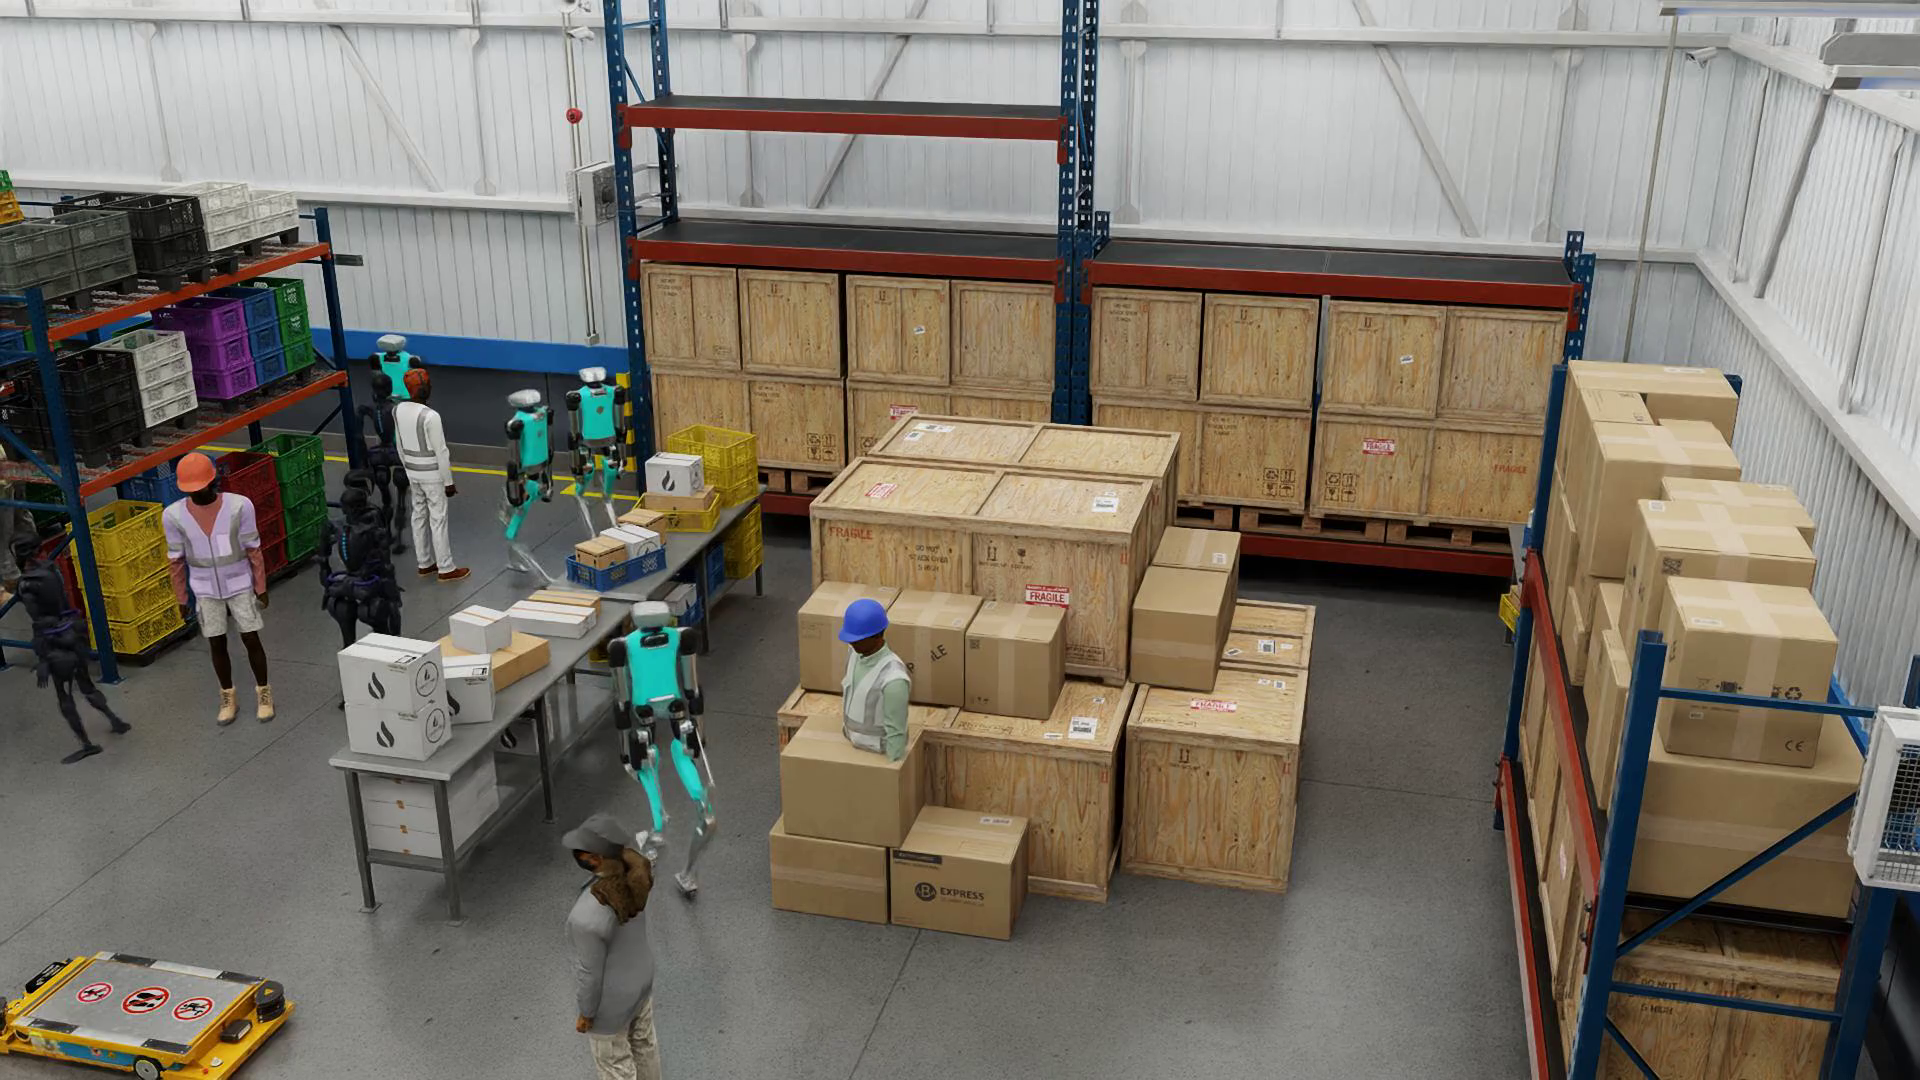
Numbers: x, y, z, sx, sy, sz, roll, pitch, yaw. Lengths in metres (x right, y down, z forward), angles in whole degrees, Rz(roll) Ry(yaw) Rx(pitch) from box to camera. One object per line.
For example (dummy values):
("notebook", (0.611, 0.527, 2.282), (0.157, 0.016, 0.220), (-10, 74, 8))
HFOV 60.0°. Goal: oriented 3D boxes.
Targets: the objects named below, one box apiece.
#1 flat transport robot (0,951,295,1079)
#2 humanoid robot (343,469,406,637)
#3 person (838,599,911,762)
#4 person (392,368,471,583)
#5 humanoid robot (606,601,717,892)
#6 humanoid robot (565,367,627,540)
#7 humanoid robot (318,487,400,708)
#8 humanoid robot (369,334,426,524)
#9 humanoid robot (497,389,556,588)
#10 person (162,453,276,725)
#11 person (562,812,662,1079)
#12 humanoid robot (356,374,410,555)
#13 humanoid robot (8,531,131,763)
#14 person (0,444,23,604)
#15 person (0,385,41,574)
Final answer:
("flat transport robot", (-4.270, 2.464, 8.601), (1.431, 0.231, 0.659), (5, 22, 13))
("humanoid robot", (-4.334, 0.248, 12.423), (0.450, 1.647, 0.601), (-16, 26, -36))
("person", (-0.494, 1.216, 9.542), (0.416, 1.932, 0.614), (-11, 23, -26))
("person", (-4.544, -0.548, 14.222), (0.573, 1.882, 0.356), (13, 25, 31))
("humanoid robot", (-1.687, 1.271, 9.679), (0.532, 1.743, 0.962), (-9, 23, -23))
("humanoid robot", (-3.280, -0.717, 14.858), (0.532, 1.790, 0.677), (-12, 24, -28))
("humanoid robot", (-4.373, 0.386, 12.102), (0.615, 1.643, 0.614), (3, 21, 8))
("humanoid robot", (-5.366, -0.984, 15.624), (0.531, 1.805, 0.791), (5, 21, 13))
("humanoid robot", (-3.765, -0.437, 14.153), (0.914, 1.772, 0.556), (9, 23, 23))
("person", (-5.198, 0.343, 11.691), (0.613, 2.029, 0.401), (-6, 22, -15))
("person", (-1.569, 2.036, 7.618), (0.398, 1.769, 0.563), (5, 22, 14))
("humanoid robot", (-5.091, -0.693, 14.890), (0.596, 1.641, 0.448), (0, 21, -1))
("humanoid robot", (-6.036, 0.698, 11.258), (0.465, 1.645, 0.608), (-2, 21, -6))
("person", (-8.085, -0.390, 13.863), (0.429, 1.841, 0.635), (1, 21, 2))
("person", (-8.207, -0.547, 14.297), (0.403, 1.823, 0.588), (-11, 24, -27))
